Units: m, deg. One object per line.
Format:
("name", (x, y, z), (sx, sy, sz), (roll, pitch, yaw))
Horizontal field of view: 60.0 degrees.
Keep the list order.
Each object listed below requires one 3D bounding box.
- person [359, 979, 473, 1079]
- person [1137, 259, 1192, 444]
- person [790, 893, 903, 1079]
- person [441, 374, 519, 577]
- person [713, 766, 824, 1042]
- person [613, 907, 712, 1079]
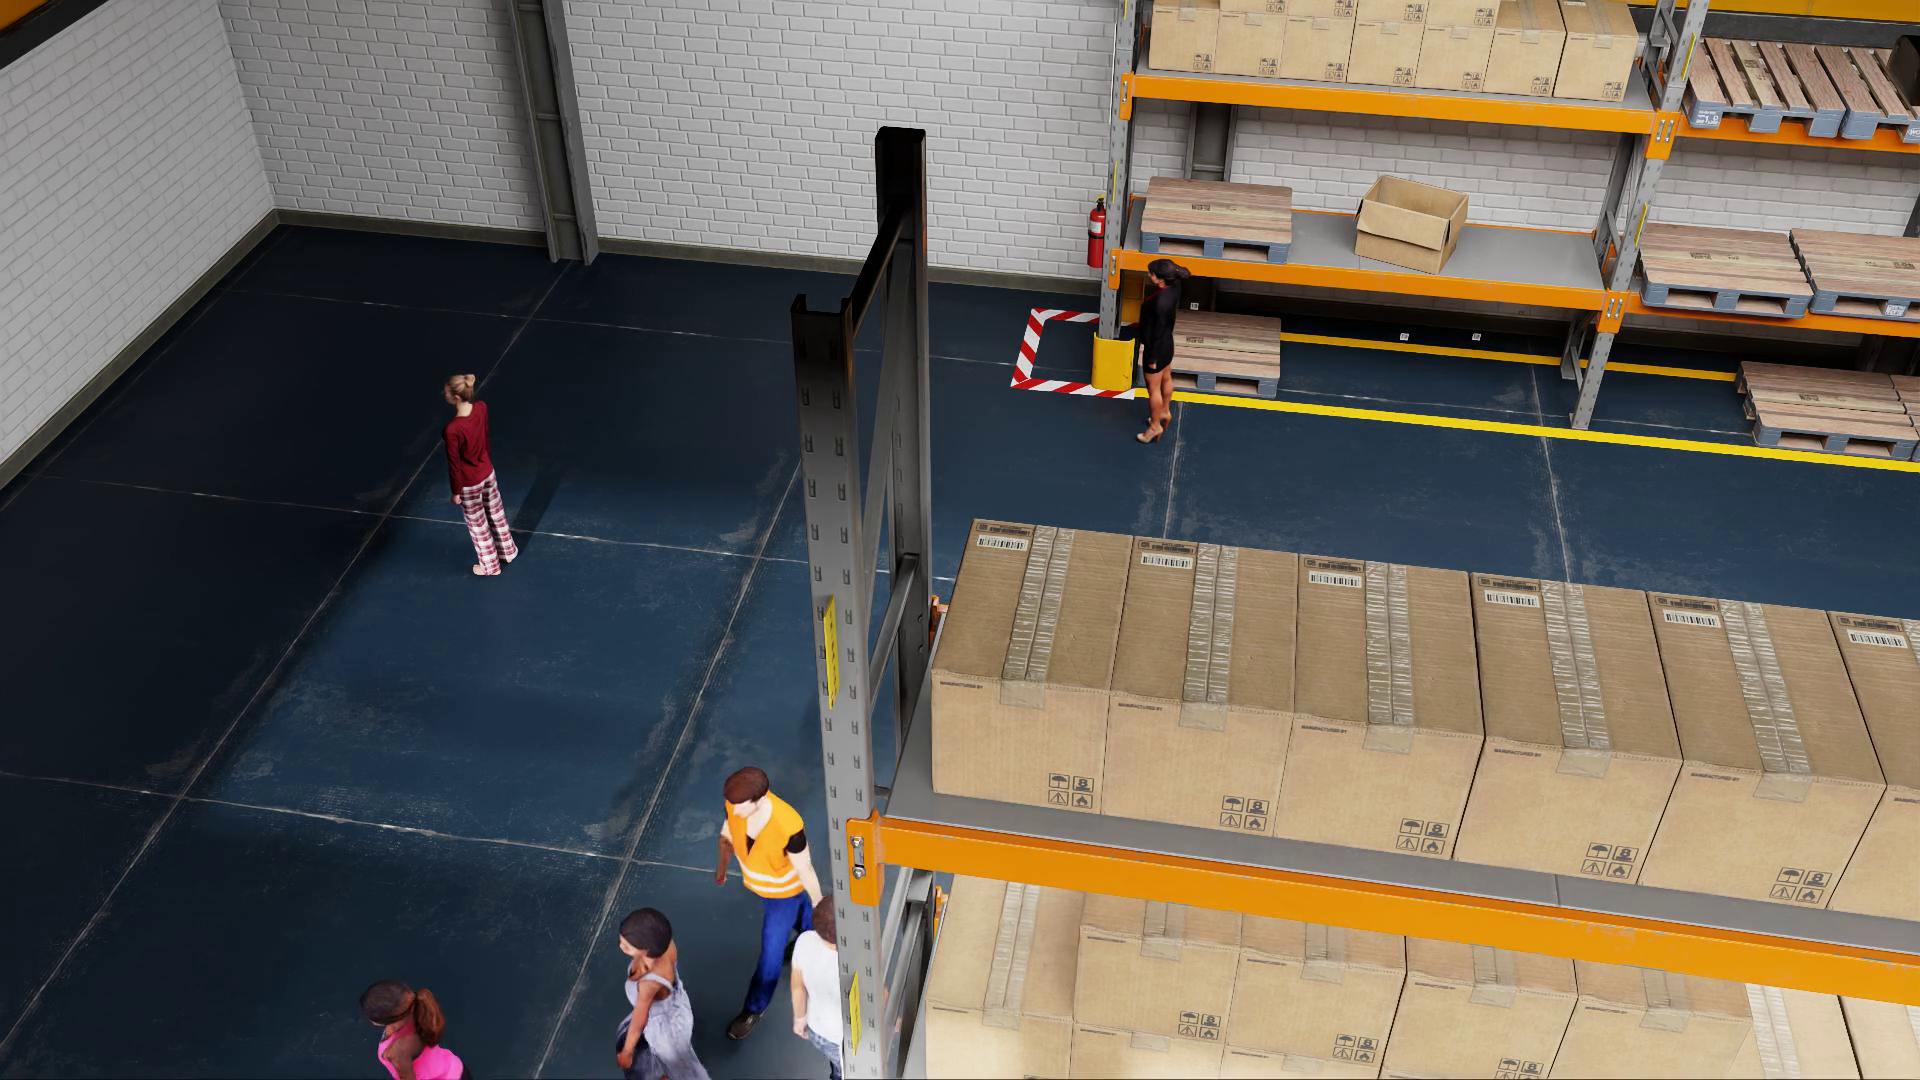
("person", (-2.424, 2.681, 8.032), (1.114, 1.671, 0.571), (5, 39, 6))
("person", (1.600, -1.523, 13.322), (0.679, 1.637, 0.643), (17, 42, 20))
("person", (-0.640, 2.469, 8.157), (0.912, 1.844, 0.881), (23, 44, 26))
("person", (-3.498, -0.468, 11.962), (0.574, 1.687, 0.664), (15, 41, 18))
("person", (-0.938, 1.792, 9.012), (1.249, 1.835, 1.224), (30, 48, 32))
("person", (-1.390, 2.426, 8.344), (0.780, 1.678, 0.664), (-2, 39, -3))
